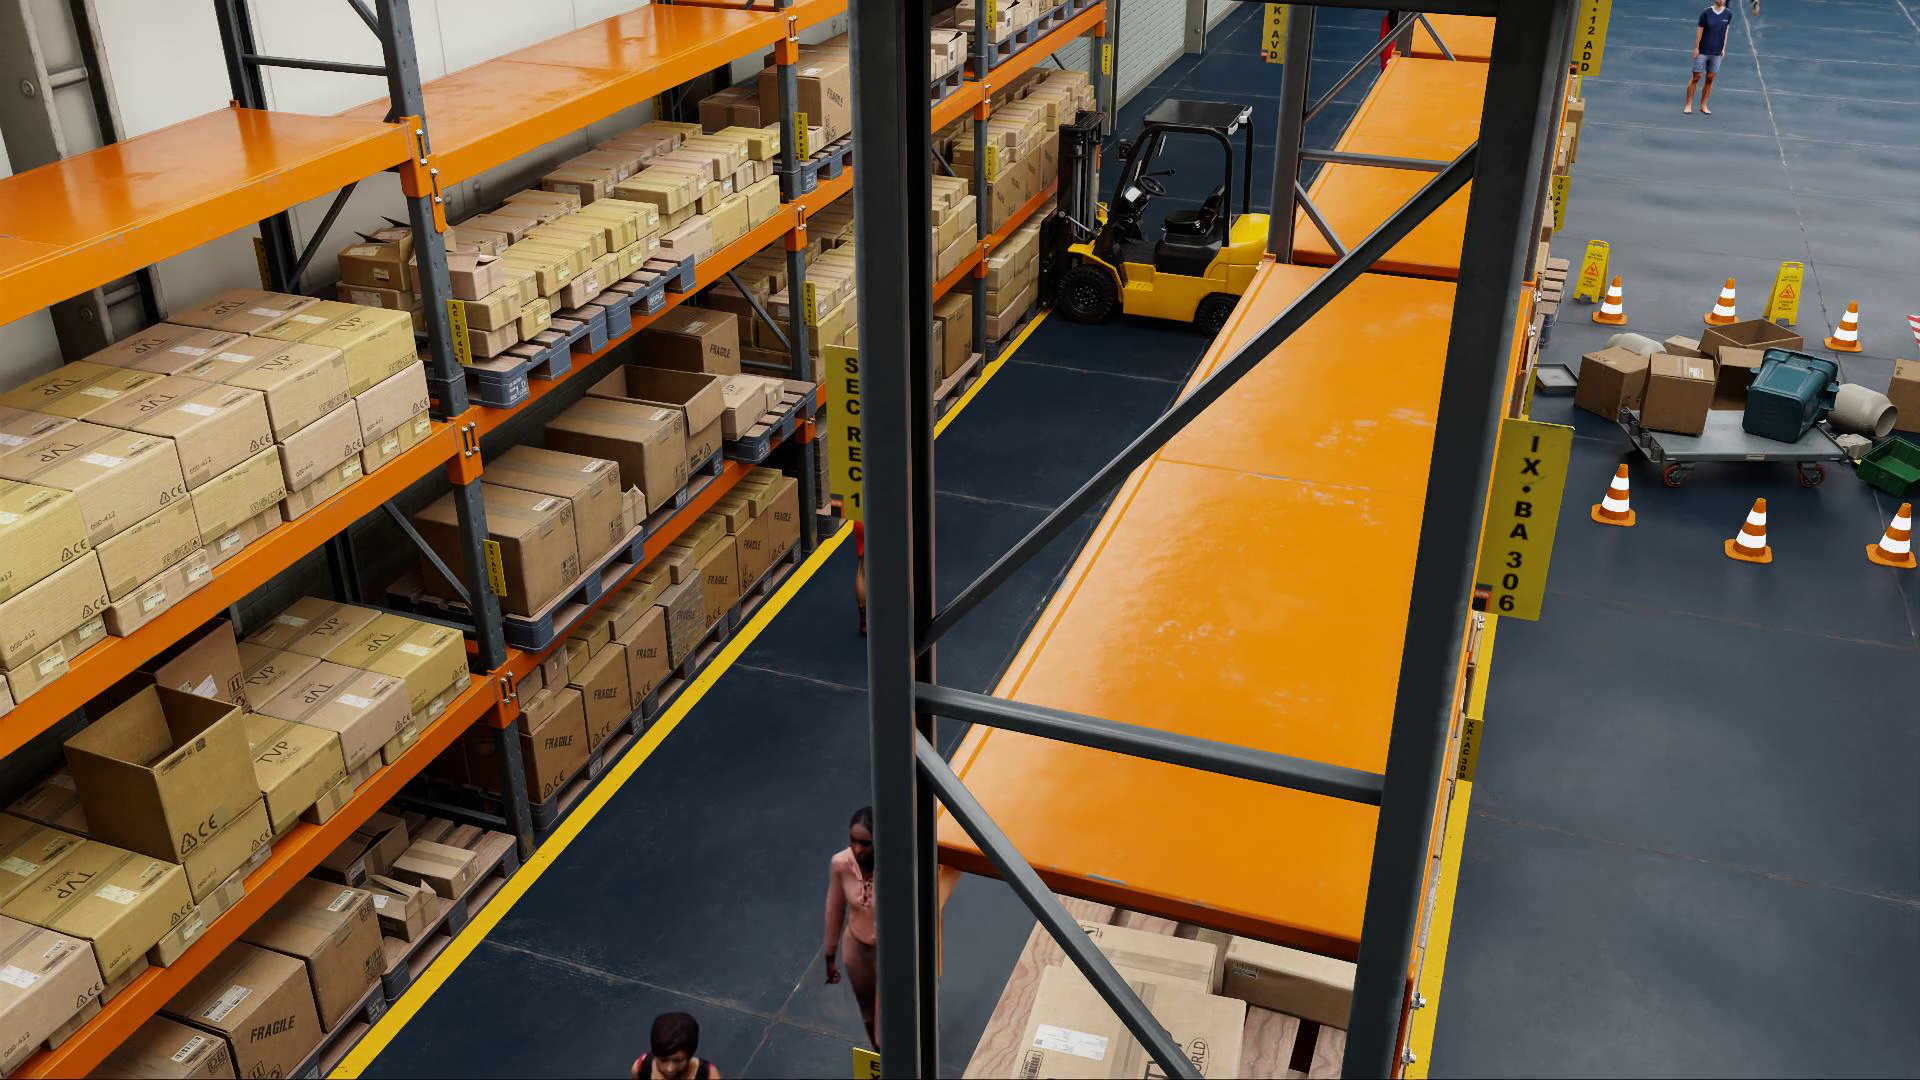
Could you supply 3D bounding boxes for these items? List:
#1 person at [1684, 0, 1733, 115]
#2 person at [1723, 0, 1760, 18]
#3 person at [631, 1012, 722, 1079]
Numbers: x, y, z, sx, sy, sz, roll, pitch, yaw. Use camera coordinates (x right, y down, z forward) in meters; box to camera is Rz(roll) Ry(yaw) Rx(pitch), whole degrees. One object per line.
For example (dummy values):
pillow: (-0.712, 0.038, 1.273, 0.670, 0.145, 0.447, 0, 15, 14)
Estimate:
person: (11.295, -7.387, 25.072, 0.673, 1.848, 0.634, 2, 28, 4)
person: (13.041, -9.542, 27.594, 1.115, 1.772, 1.091, -13, 30, -22)
person: (-1.121, 2.477, 6.882, 0.640, 1.536, 0.750, 4, 28, 7)
